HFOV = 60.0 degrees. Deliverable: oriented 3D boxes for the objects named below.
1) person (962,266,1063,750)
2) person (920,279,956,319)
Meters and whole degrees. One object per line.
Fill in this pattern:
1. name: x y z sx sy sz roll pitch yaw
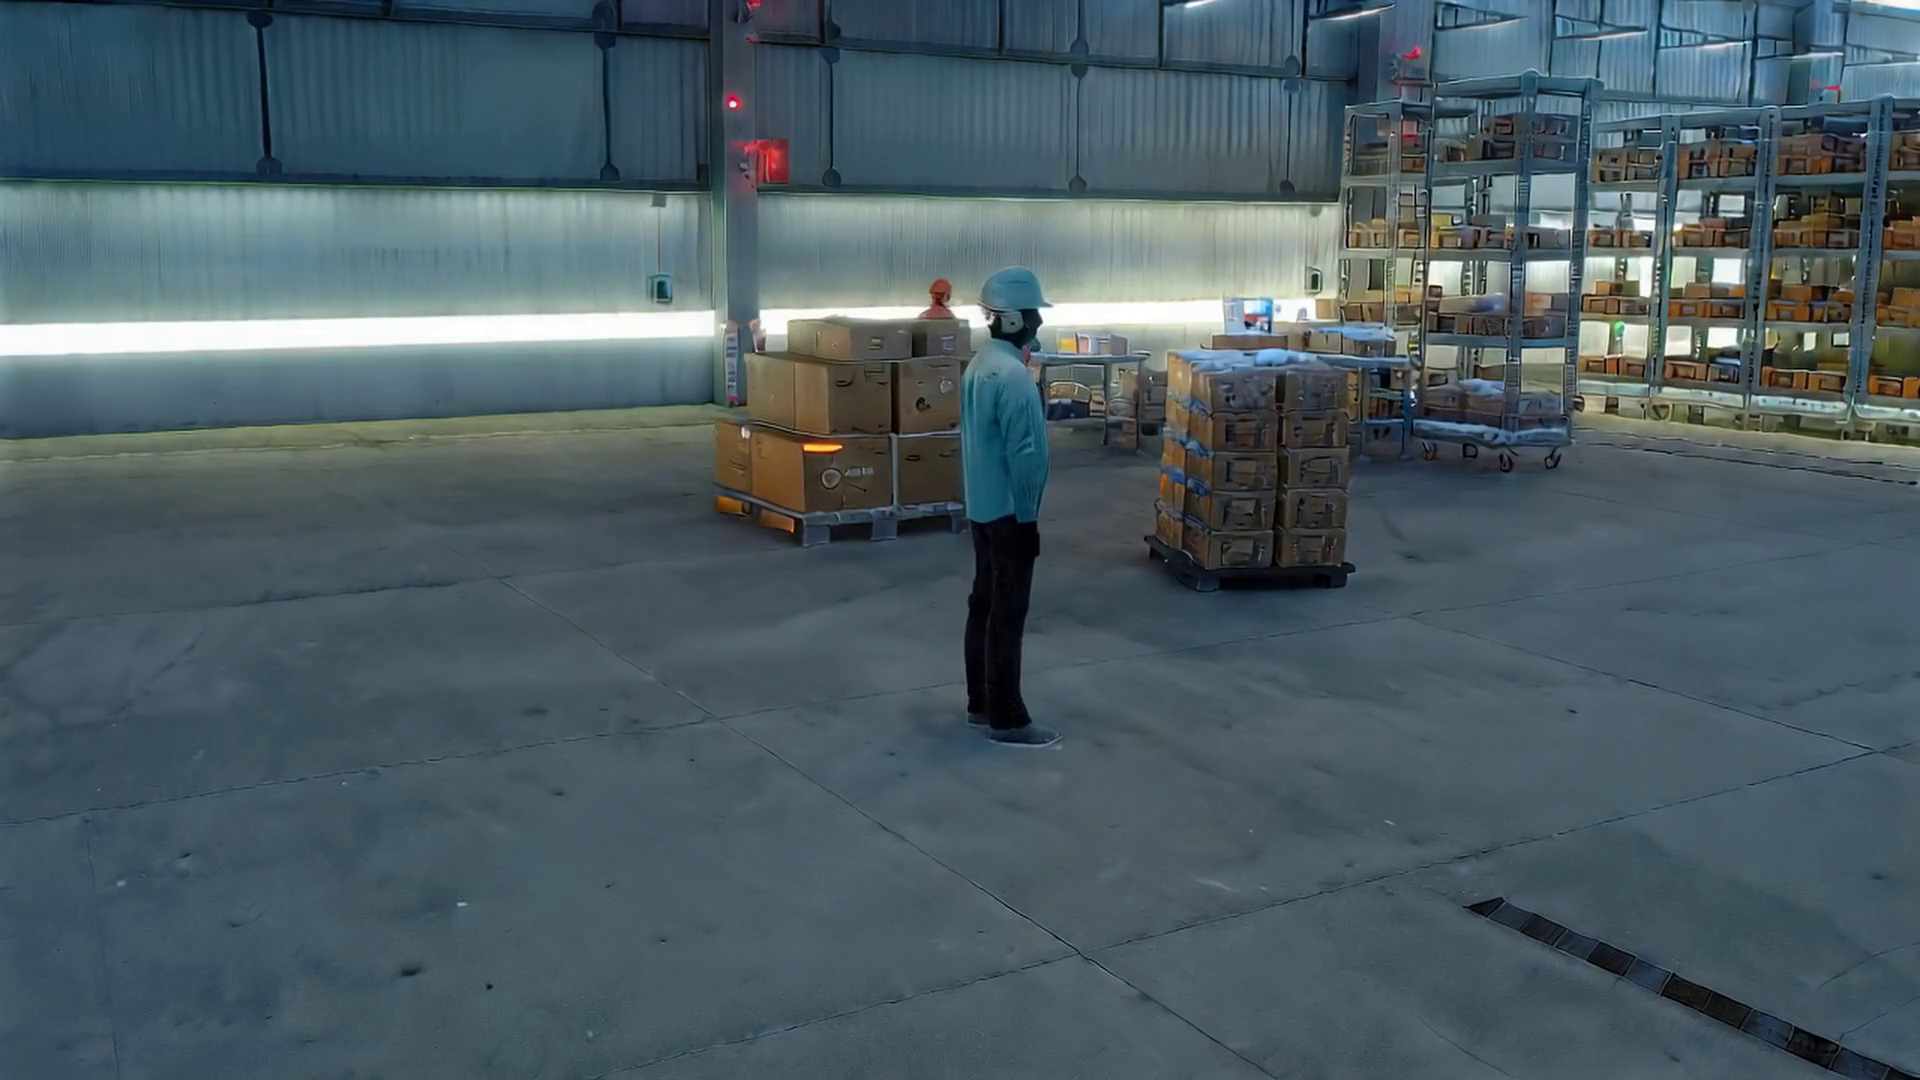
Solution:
1. person: 0.198 -0.130 6.915 0.376 1.995 0.609 -3 10 -17
2. person: -0.145 -2.003 18.291 0.840 1.711 0.591 -9 13 -41
